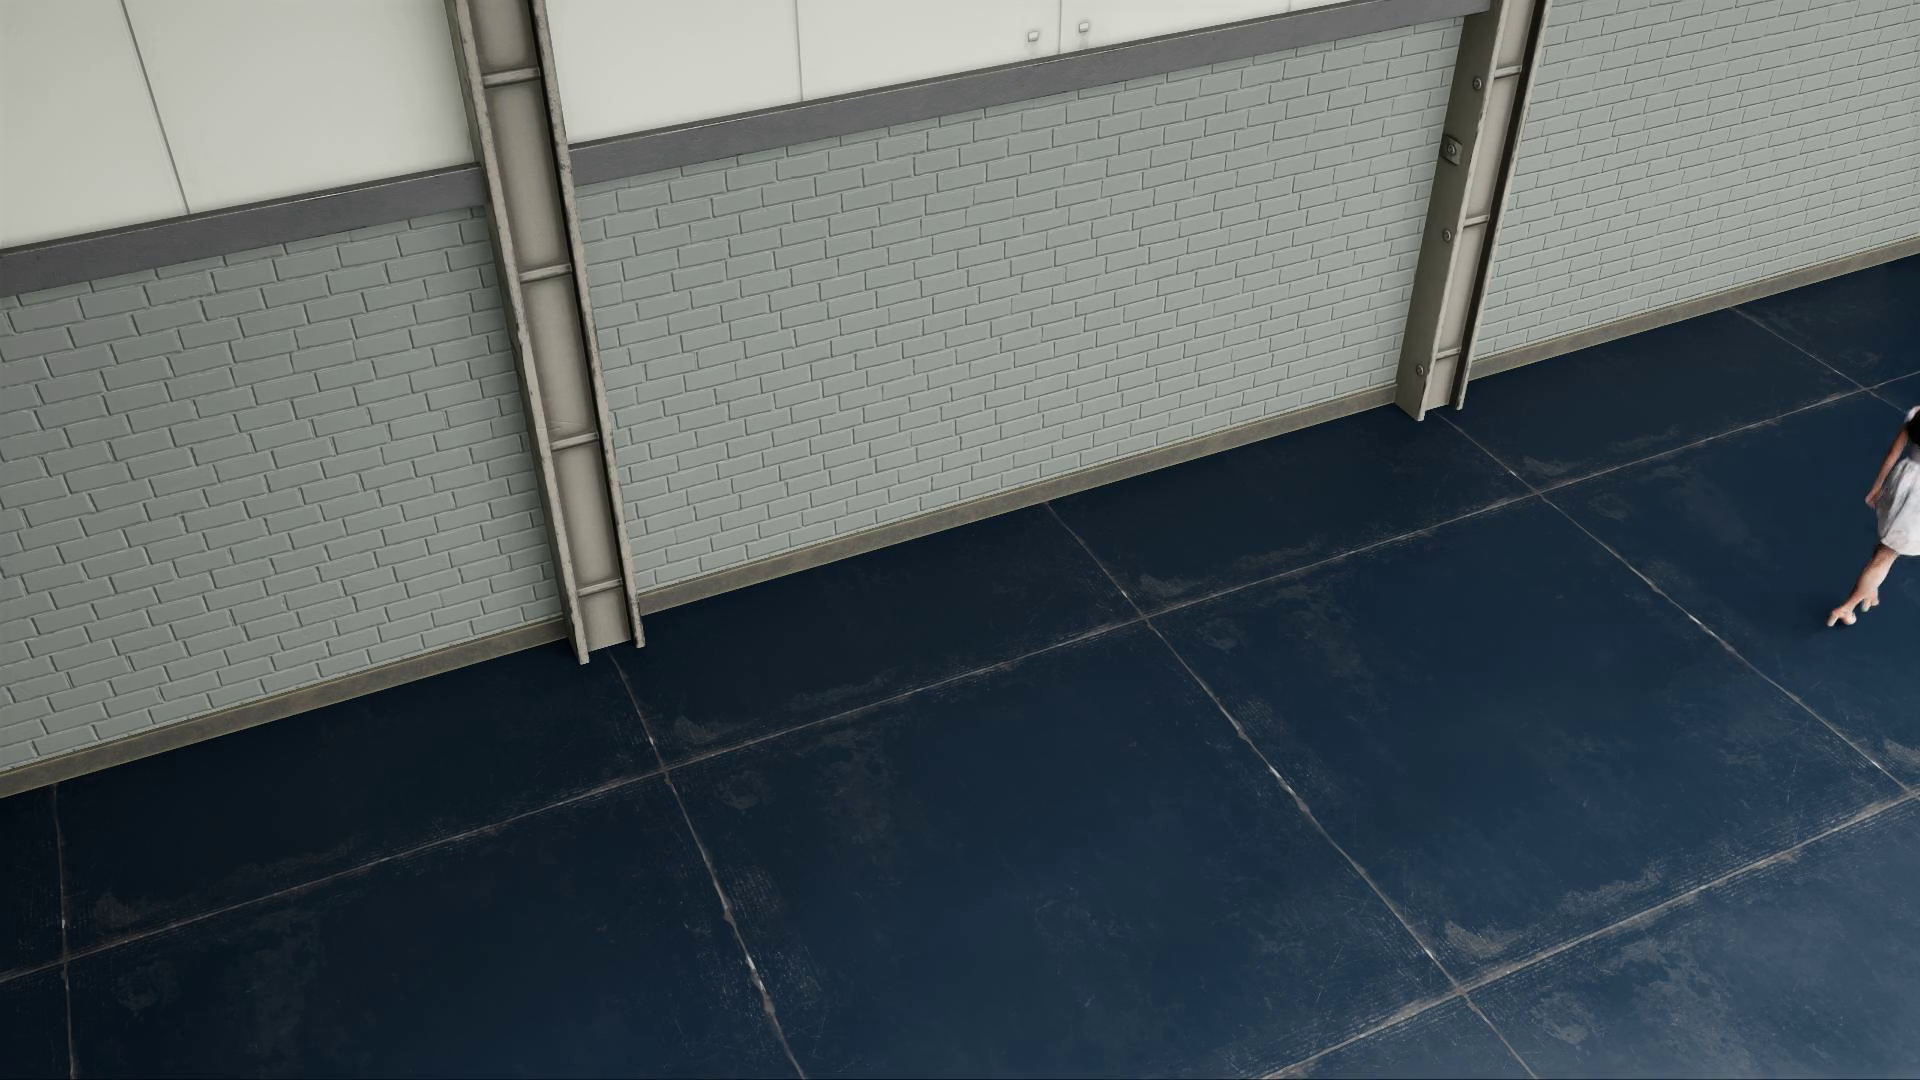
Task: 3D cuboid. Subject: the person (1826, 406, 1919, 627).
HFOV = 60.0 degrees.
[{"bbox_3d":[5.314,-0.160,9.402,0.739,1.757,0.649,-20,42,-24],"label":"person"}]
